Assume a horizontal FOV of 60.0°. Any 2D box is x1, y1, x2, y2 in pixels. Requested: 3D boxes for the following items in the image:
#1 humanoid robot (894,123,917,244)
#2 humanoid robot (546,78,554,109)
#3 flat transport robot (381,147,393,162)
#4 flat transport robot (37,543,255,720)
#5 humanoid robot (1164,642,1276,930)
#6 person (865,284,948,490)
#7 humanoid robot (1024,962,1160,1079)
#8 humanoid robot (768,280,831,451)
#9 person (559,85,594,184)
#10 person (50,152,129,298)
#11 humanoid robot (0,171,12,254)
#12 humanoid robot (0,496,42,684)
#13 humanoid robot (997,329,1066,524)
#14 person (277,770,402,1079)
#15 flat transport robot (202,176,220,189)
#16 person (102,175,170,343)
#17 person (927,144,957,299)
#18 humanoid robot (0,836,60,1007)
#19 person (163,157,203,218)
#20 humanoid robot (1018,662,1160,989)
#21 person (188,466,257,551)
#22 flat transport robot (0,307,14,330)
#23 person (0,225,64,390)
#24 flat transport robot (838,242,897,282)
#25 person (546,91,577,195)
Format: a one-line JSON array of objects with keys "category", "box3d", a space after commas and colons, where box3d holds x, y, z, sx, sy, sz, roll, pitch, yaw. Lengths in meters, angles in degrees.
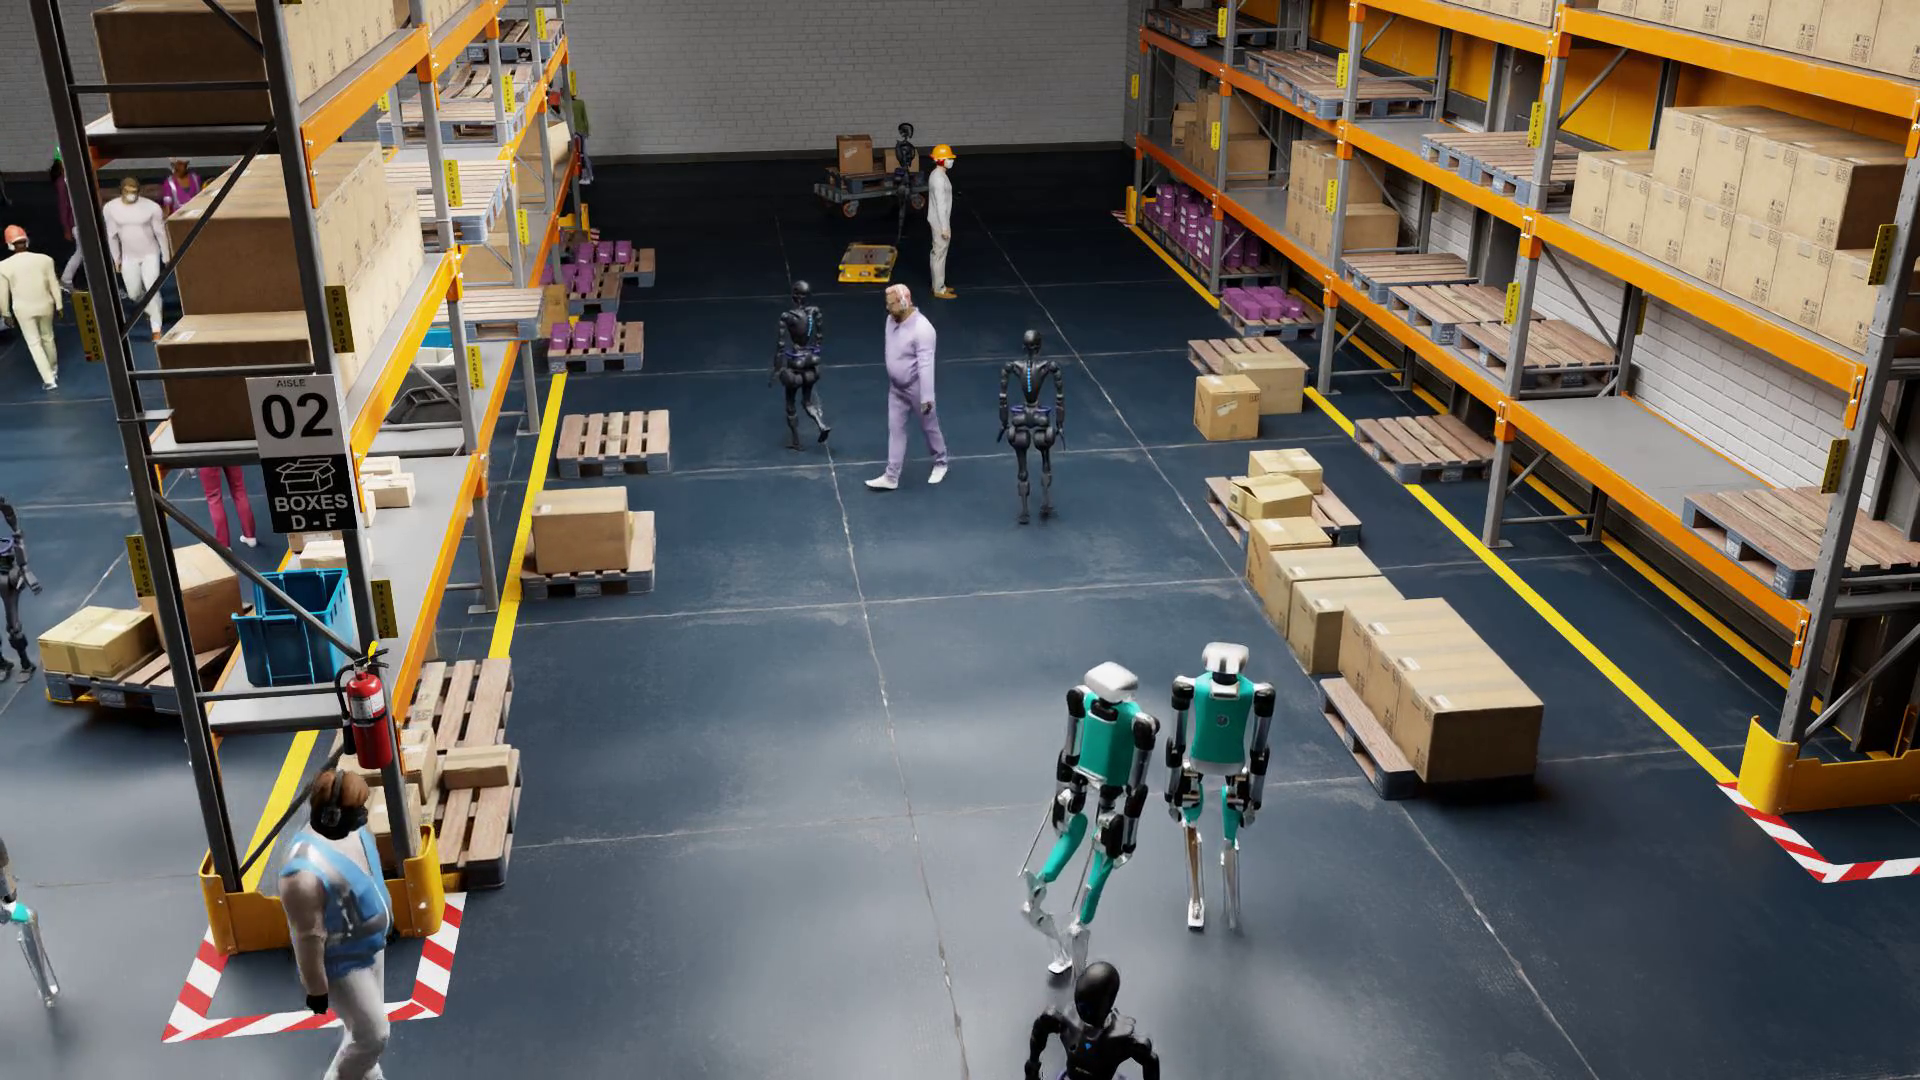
[{"category": "humanoid robot", "box3d": [-0.772, -5.020, 23.356, 0.343, 1.652, 0.599, 0, 24, -1]}, {"category": "humanoid robot", "box3d": [-6.824, -6.858, 27.575, 0.610, 1.641, 0.447, 22, 32, 40]}, {"category": "flat transport robot", "box3d": [-8.459, -5.013, 25.099, 1.431, 0.231, 0.659, 0, 24, 1]}, {"category": "flat transport robot", "box3d": [-5.479, 0.956, 11.501, 1.431, 0.231, 0.659, 5, 24, 12]}, {"category": "humanoid robot", "box3d": [1.359, 1.302, 8.926, 0.538, 1.830, 0.664, 3, 24, 6]}, {"category": "person", "box3d": [-0.452, -1.350, 14.793, 0.846, 1.881, 0.702, -19, 30, -37]}, {"category": "humanoid robot", "box3d": [0.511, 2.353, 6.630, 0.610, 1.619, 0.799, 9, 25, 20]}, {"category": "humanoid robot", "box3d": [-1.490, -1.620, 15.623, 0.474, 1.647, 0.593, 20, 30, 38]}, {"category": "person", "box3d": [-6.242, -6.585, 27.006, 0.382, 1.609, 0.532, 15, 28, 31]}, {"category": "person", "box3d": [-10.949, -3.952, 20.649, 0.974, 1.908, 0.506, 0, 24, -1]}, {"category": "humanoid robot", "box3d": [-13.271, -4.688, 22.621, 0.616, 1.652, 0.497, -6, 24, -13]}, {"category": "humanoid robot", "box3d": [-6.668, 0.212, 11.437, 0.607, 1.646, 0.317, -4, 24, -9]}, {"category": "humanoid robot", "box3d": [0.603, -0.959, 14.124, 0.599, 1.641, 0.426, 4, 24, 9]}, {"category": "person", "box3d": [-2.761, 1.857, 7.523, 0.441, 1.819, 0.633, 1, 24, 3]}, {"category": "flat transport robot", "box3d": [-11.448, -5.649, 26.548, 1.431, 0.231, 0.659, -3, 24, -6]}, {"category": "person", "box3d": [-9.365, -3.243, 19.036, 0.631, 1.909, 0.610, -6, 24, -14]}, {"category": "person", "box3d": [-0.225, -3.967, 20.695, 0.360, 1.896, 0.564, -2, 24, -5]}, {"category": "humanoid robot", "box3d": [-4.834, 1.647, 8.119, 0.531, 1.792, 0.788, -6, 24, -13]}, {"category": "person", "box3d": [-9.568, -3.922, 20.694, 0.550, 1.798, 0.940, -17, 29, -34]}, {"category": "humanoid robot", "box3d": [0.581, 1.569, 8.411, 0.556, 1.893, 0.745, 20, 31, 38]}, {"category": "person", "box3d": [-6.026, -0.662, 13.490, 0.296, 1.623, 0.507, 19, 30, 36]}, {"category": "flat transport robot", "box3d": [-11.512, -2.338, 19.003, 0.659, 0.231, 1.431, -15, 28, -31]}, {"category": "person", "box3d": [-9.730, -2.441, 17.436, 0.579, 1.723, 0.735, -20, 31, -39]}, {"category": "flat transport robot", "box3d": [-1.212, -3.673, 22.045, 0.659, 0.231, 1.431, 1, 24, 2]}, {"category": "person", "box3d": [-6.276, -6.179, 25.979, 0.581, 1.702, 0.878, -6, 24, -13]}]
